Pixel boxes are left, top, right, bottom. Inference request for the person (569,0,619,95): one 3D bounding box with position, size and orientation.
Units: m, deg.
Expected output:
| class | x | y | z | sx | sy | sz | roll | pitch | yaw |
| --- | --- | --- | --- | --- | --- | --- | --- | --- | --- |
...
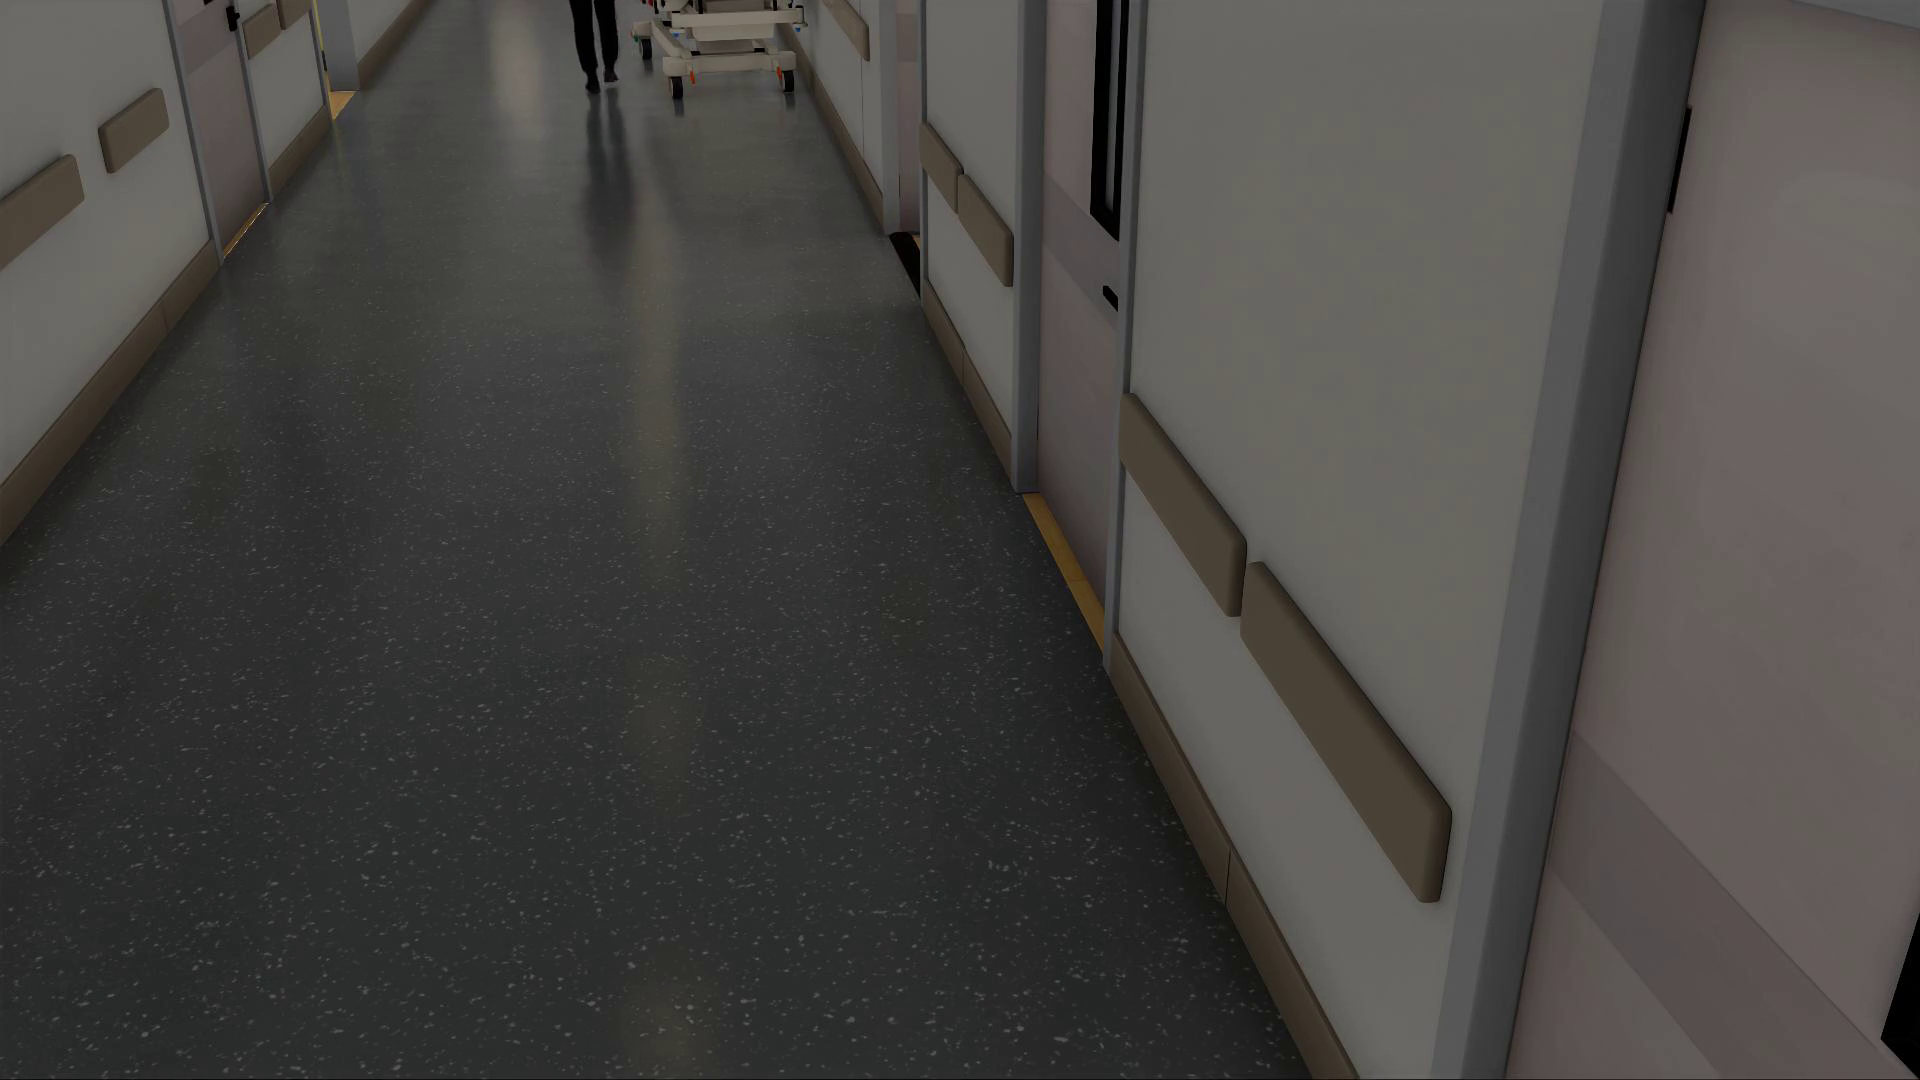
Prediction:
| class | x | y | z | sx | sy | sz | roll | pitch | yaw |
| --- | --- | --- | --- | --- | --- | --- | --- | --- | --- |
| person | -2.776 | -4.236 | 12.430 | 0.667 | 1.746 | 0.748 | -8 | 27 | -16 |
